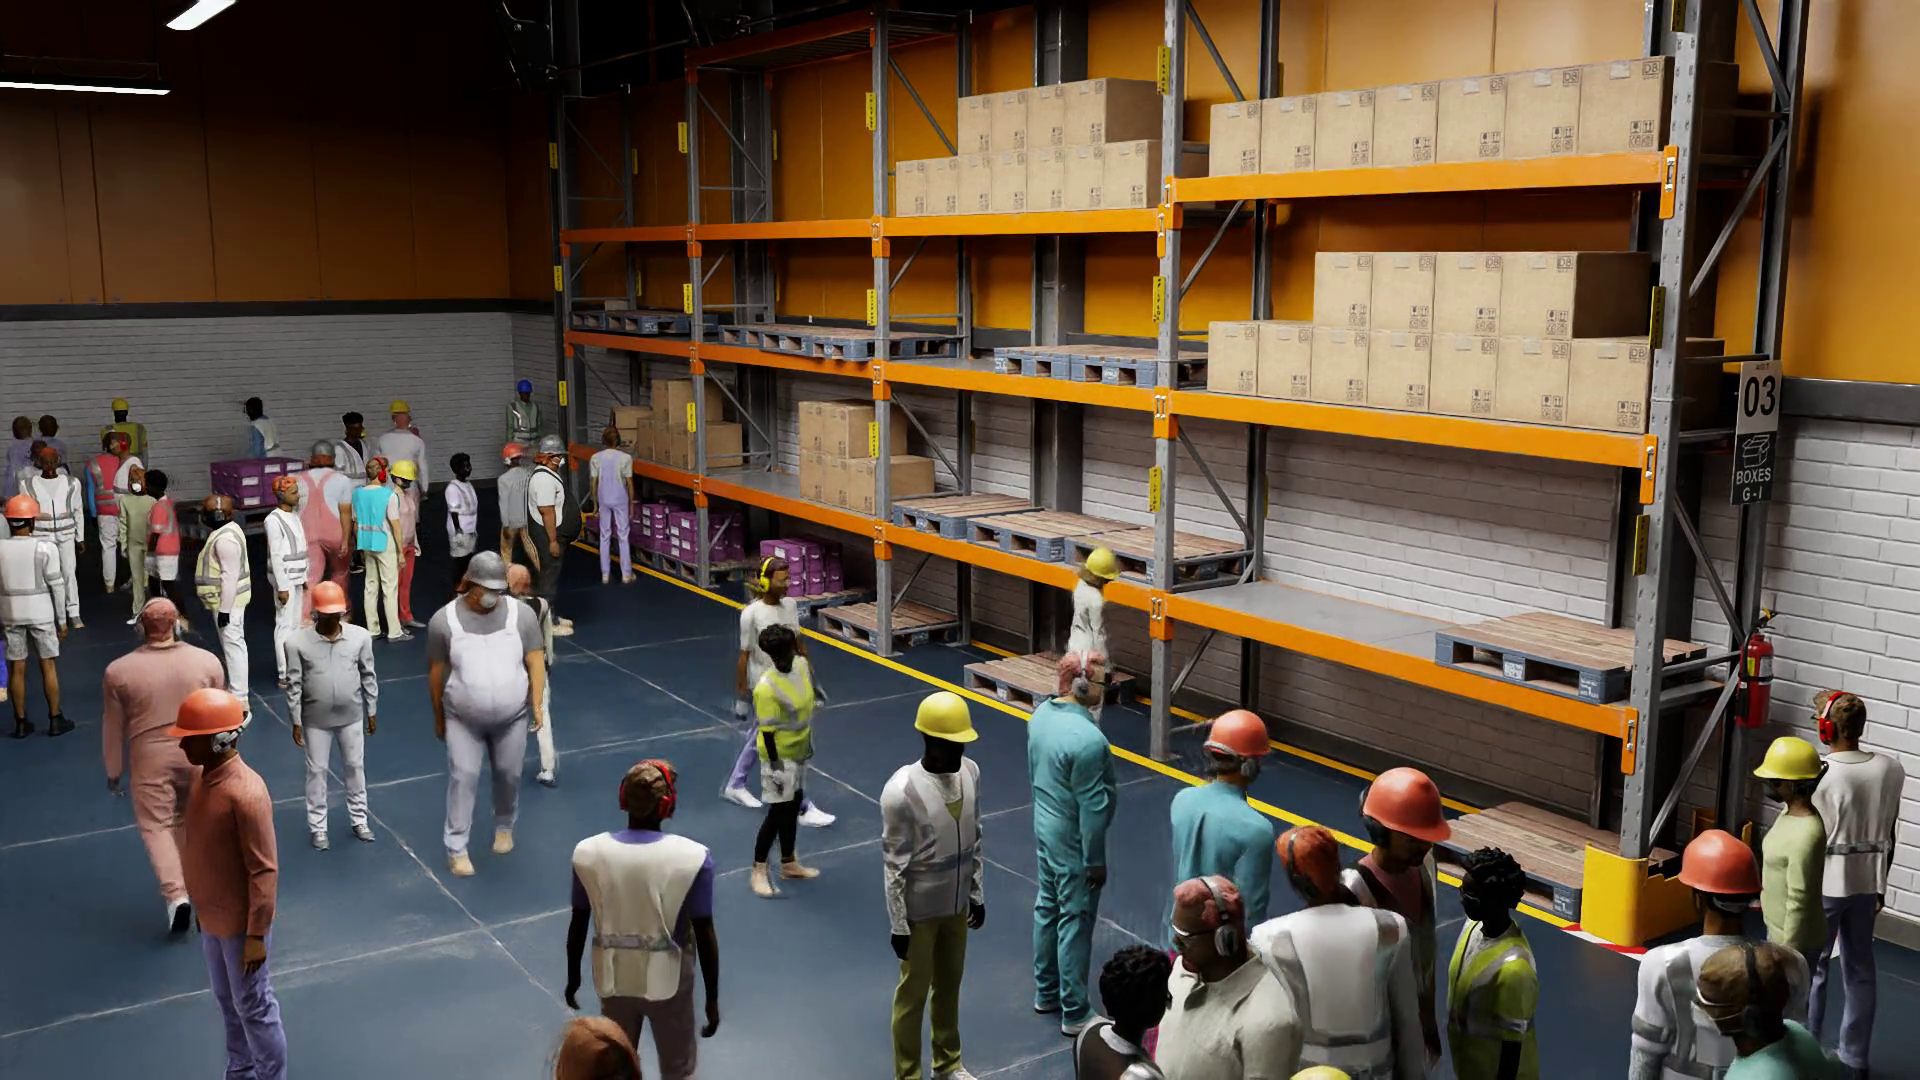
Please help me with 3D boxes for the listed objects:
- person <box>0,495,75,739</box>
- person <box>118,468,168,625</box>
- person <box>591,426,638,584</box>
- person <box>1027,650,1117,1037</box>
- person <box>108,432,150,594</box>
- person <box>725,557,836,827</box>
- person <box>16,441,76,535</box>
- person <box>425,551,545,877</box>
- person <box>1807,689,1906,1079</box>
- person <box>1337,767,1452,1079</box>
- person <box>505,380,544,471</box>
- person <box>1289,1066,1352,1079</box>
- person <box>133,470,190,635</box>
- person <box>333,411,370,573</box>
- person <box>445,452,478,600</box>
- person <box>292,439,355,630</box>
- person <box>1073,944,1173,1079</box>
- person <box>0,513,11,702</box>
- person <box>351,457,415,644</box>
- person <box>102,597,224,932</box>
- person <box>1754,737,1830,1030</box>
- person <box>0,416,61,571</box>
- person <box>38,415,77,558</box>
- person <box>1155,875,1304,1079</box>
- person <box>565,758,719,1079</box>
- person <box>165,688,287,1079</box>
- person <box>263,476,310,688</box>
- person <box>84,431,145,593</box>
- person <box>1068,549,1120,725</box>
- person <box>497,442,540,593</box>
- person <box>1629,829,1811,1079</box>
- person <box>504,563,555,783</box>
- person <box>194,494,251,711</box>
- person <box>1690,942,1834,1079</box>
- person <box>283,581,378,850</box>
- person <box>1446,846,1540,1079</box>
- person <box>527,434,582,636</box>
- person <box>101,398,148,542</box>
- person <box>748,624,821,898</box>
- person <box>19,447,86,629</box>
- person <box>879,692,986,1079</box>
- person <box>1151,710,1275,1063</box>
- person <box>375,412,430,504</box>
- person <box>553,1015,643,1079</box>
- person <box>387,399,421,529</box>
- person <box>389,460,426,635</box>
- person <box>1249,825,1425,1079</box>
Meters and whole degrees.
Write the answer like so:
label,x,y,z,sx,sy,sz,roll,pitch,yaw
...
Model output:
label,x,y,z,sx,sy,sz,roll,pitch,yaw
person,-7.368,0.604,13.177,0.551,1.935,0.375,-2,10,-12
person,-8.447,0.064,17.235,0.498,1.634,0.280,-1,10,-5
person,-4.034,-0.403,19.389,0.530,1.839,0.336,1,10,6
person,0.574,1.473,8.189,0.399,1.902,0.643,-4,10,-20
person,-9.385,-0.317,18.852,0.372,1.843,0.570,-9,13,-44
person,-1.263,0.996,11.243,1.000,1.822,0.535,6,11,30
person,-9.962,-0.183,18.197,0.519,1.794,0.935,-9,13,-42
person,-2.955,1.025,10.404,0.701,2.000,0.659,-4,11,-23
person,4.018,1.602,7.617,0.562,1.837,0.386,-1,10,-9
person,1.542,1.787,5.976,0.611,2.030,0.409,-9,13,-44
person,-6.592,-1.458,25.242,0.604,1.949,0.389,-9,13,-42
person,0.908,2.205,4.377,0.320,1.738,0.486,3,10,15
person,-8.066,0.132,16.702,0.560,1.670,0.567,-4,10,-23
person,-7.304,-0.579,20.077,0.376,1.958,0.599,3,10,16
person,-5.389,-0.104,18.040,0.318,1.697,0.538,1,10,3
person,-6.480,-0.069,16.824,0.691,2.000,1.053,0,10,-2
person,0.508,2.083,5.218,0.319,1.692,0.537,-3,10,-18
person,-8.440,0.392,14.115,0.683,2.000,0.538,-3,10,-17
person,-5.706,0.109,16.349,0.565,1.846,0.390,4,10,22
person,-4.528,1.259,9.520,0.649,1.873,0.897,-7,12,-36
person,3.574,1.709,7.215,0.340,1.761,0.527,4,10,22
person,-11.228,-0.531,19.939,0.880,1.894,0.616,0,10,0
person,-11.375,-0.646,20.829,0.503,1.837,0.345,1,10,5
person,0.796,1.975,5.269,0.402,1.895,0.653,-4,10,-20
person,-1.276,1.781,6.580,0.662,1.831,0.399,1,10,8
person,-3.137,1.603,7.139,0.383,1.993,0.622,-10,14,-44
person,-5.927,0.369,14.720,0.355,1.883,0.573,-1,10,-5
person,-9.578,-0.321,18.933,0.620,1.833,0.430,-5,11,-26
person,0.958,0.879,12.272,0.338,1.696,0.642,-2,10,-14
person,-4.971,-0.249,18.834,0.845,1.719,0.574,7,12,34
person,2.490,1.910,5.537,0.544,1.930,0.388,1,10,5
person,-3.190,0.955,12.130,0.528,1.588,0.883,-7,12,-37
person,-6.156,0.525,13.917,0.429,1.846,0.621,-4,10,-23
person,2.269,2.063,4.735,0.676,1.903,0.636,8,13,39
person,-4.033,1.117,10.722,0.566,1.745,0.349,-6,11,-32
person,1.936,1.936,6.084,0.319,1.694,0.532,0,10,1
person,-4.091,-0.066,16.807,0.535,2.000,0.680,-3,10,-16
person,-11.153,-0.933,22.230,0.367,1.927,0.590,8,12,39
person,-1.069,1.292,9.962,0.352,1.662,0.606,3,10,18
person,-9.233,-0.013,16.953,0.575,1.884,0.355,-7,12,-34
person,-0.095,1.601,7.383,0.397,1.920,0.586,8,13,41
person,1.162,1.661,6.950,1.006,1.936,0.634,-6,11,-32
person,-6.982,-0.676,20.923,0.664,1.851,0.893,2,10,9
person,-1.129,2.154,5.002,0.553,1.611,0.526,7,12,37
person,-7.771,-1.055,23.244,0.403,1.826,0.593,-9,13,-43
person,-5.638,0.068,16.854,0.328,1.759,0.524,2,10,12
person,1.297,1.907,5.788,0.626,1.846,0.447,-1,10,-3
